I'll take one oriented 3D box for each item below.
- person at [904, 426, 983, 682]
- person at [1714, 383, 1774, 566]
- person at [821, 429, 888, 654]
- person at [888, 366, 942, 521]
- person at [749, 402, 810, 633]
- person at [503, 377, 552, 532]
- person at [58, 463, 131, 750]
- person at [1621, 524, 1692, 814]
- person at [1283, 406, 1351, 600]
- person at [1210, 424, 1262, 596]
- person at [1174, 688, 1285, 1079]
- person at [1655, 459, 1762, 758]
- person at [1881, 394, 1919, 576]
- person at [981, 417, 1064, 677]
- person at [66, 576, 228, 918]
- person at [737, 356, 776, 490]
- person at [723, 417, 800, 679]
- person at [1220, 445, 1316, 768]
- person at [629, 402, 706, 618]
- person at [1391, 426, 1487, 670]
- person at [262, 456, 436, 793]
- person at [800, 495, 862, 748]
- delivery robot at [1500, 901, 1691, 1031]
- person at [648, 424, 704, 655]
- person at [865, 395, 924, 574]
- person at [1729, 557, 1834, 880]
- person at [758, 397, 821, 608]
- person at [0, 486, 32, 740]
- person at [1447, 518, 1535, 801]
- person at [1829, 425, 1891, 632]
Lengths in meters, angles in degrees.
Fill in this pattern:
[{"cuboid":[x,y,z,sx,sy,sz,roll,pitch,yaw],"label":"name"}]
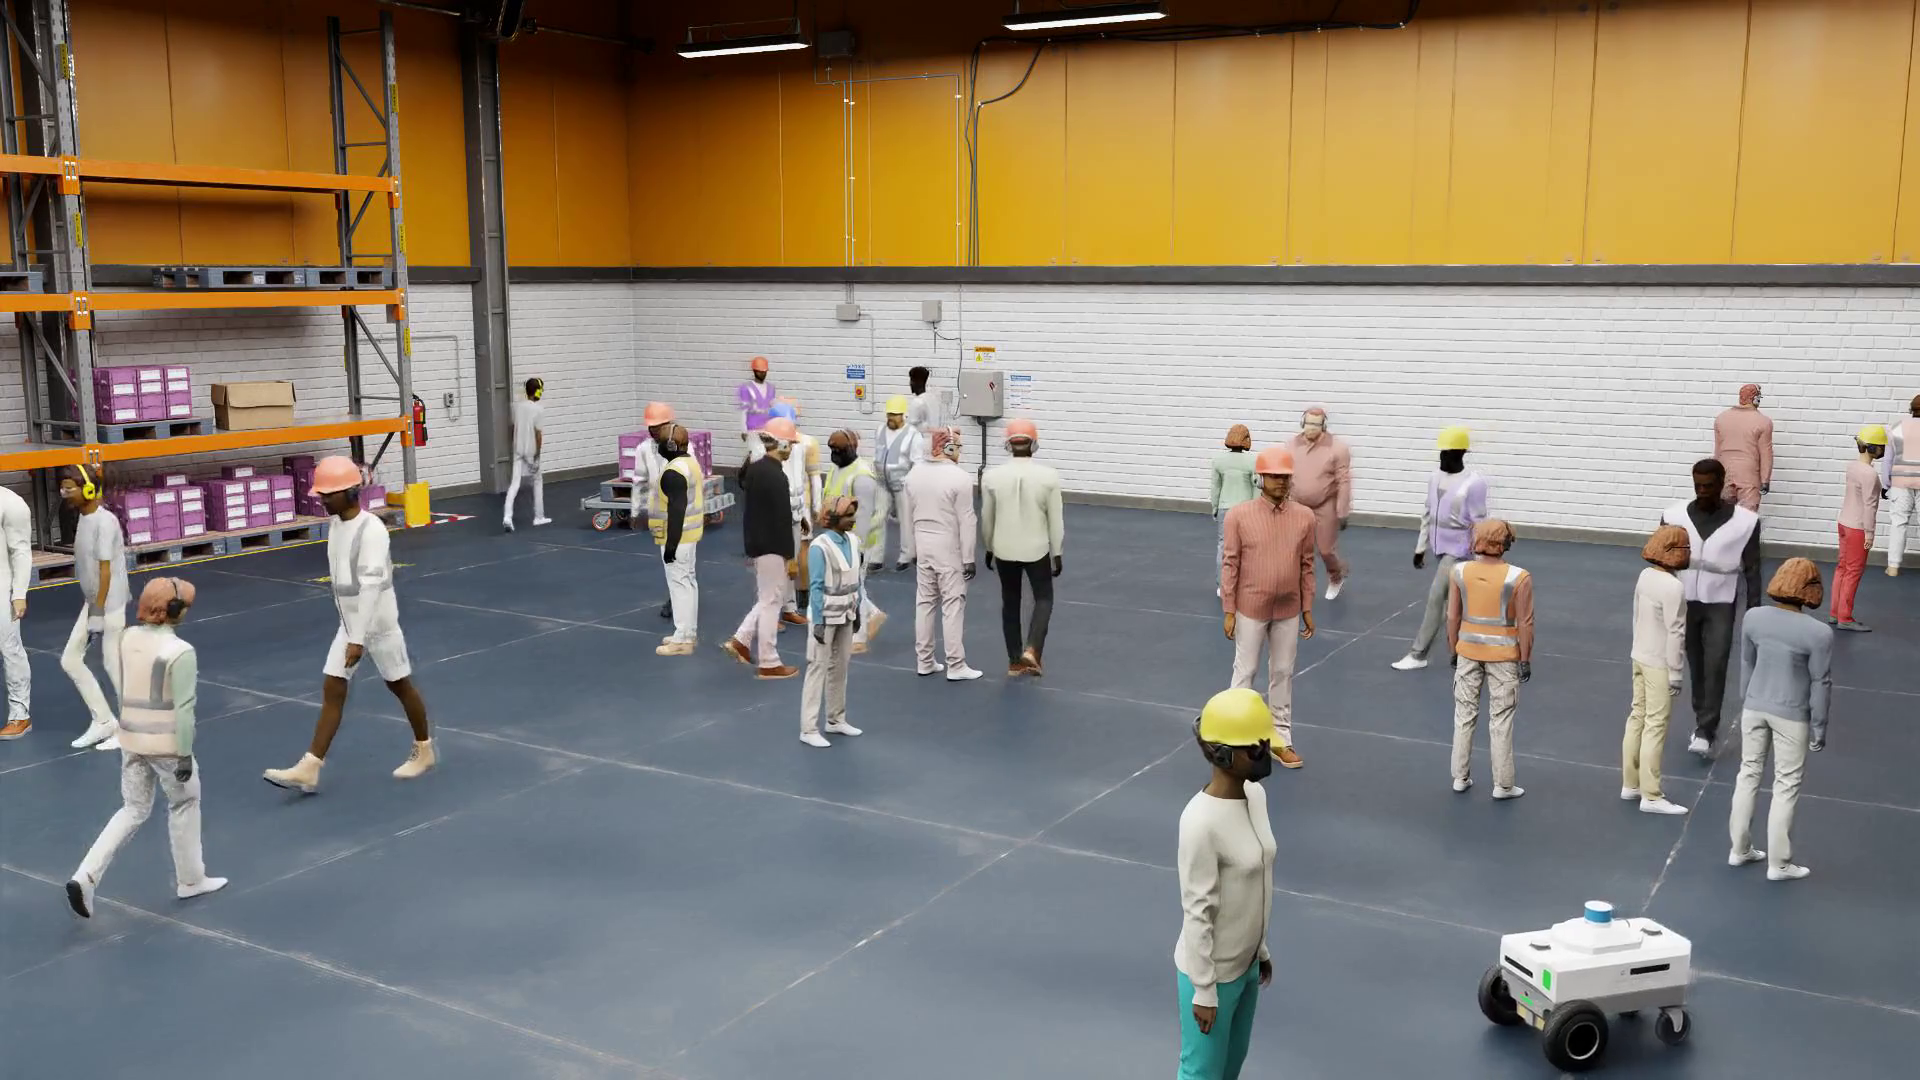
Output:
[{"cuboid":[-0.114,0.100,12.440,0.643,1.902,0.400,8,12,41],"label":"person"},{"cuboid":[8.150,-0.677,17.295,0.402,1.903,0.641,-6,11,-33],"label":"person"},{"cuboid":[-0.845,0.012,13.261,0.519,1.813,0.666,-5,10,-28],"label":"person"},{"cuboid":[-0.561,-1.093,19.769,0.913,1.927,0.637,5,10,26],"label":"person"},{"cuboid":[-1.518,-0.198,14.146,0.387,1.949,0.602,7,11,37],"label":"person"},{"cuboid":[-5.150,-1.019,19.705,0.535,1.811,0.982,2,9,12],"label":"person"},{"cuboid":[-5.471,0.438,10.503,0.560,1.845,0.556,8,12,40],"label":"person"},{"cuboid":[3.956,0.716,9.413,0.285,1.633,0.501,0,9,0],"label":"person"},{"cuboid":[3.225,-0.304,15.086,0.676,1.868,0.867,5,10,28],"label":"person"},{"cuboid":[2.590,-0.270,15.571,0.506,1.633,0.279,5,10,27],"label":"person"},{"cuboid":[0.839,1.326,5.195,0.305,1.771,0.525,5,10,29],"label":"person"},{"cuboid":[4.677,0.429,10.479,0.599,1.870,0.999,7,12,39],"label":"person"},{"cuboid":[9.534,-0.539,16.603,0.624,1.844,0.430,5,11,30],"label":"person"},{"cuboid":[0.464,0.071,12.378,0.633,1.975,0.604,2,9,10],"label":"person"},{"cuboid":[-3.846,0.978,7.822,0.560,1.612,0.699,5,10,28],"label":"person"},{"cuboid":[-2.767,-1.556,22.727,0.546,1.923,0.602,-8,12,-40],"label":"person"},{"cuboid":[-1.415,0.074,12.380,0.507,1.972,0.651,-4,10,-21],"label":"person"},{"cuboid":[1.887,0.414,10.172,0.611,1.997,0.375,-2,9,-13],"label":"person"},{"cuboid":[-2.606,-0.257,14.661,0.618,1.900,0.817,3,9,16],"label":"person"},{"cuboid":[3.798,0.051,12.828,0.992,1.883,0.601,-3,10,-19],"label":"person"},{"cuboid":[-3.539,0.499,9.688,0.643,1.974,1.062,8,12,42],"label":"person"},{"cuboid":[-0.814,0.515,10.721,0.337,1.626,0.521,5,11,31],"label":"person"},{"cuboid":[2.501,1.667,6.548,0.707,0.478,0.477,-3,9,-17],"label":"delivery robot"},{"cuboid":[-2.273,-0.008,13.290,0.418,1.843,0.633,0,9,1],"label":"person"},{"cuboid":[-0.697,-0.538,16.665,0.626,1.812,0.658,5,11,30],"label":"person"},{"cuboid":[4.131,0.891,8.360,0.293,1.623,0.494,-5,10,-29],"label":"person"},{"cuboid":[-1.547,-0.324,15.045,0.590,1.915,0.371,0,9,-3],"label":"person"},{"cuboid":[-6.345,0.339,10.823,0.631,1.940,0.372,1,9,5],"label":"person"},{"cuboid":[3.053,0.684,9.605,0.511,1.639,0.308,8,12,39],"label":"person"},{"cuboid":[7.661,-0.101,14.137,0.342,1.756,0.518,1,9,9],"label":"person"}]
